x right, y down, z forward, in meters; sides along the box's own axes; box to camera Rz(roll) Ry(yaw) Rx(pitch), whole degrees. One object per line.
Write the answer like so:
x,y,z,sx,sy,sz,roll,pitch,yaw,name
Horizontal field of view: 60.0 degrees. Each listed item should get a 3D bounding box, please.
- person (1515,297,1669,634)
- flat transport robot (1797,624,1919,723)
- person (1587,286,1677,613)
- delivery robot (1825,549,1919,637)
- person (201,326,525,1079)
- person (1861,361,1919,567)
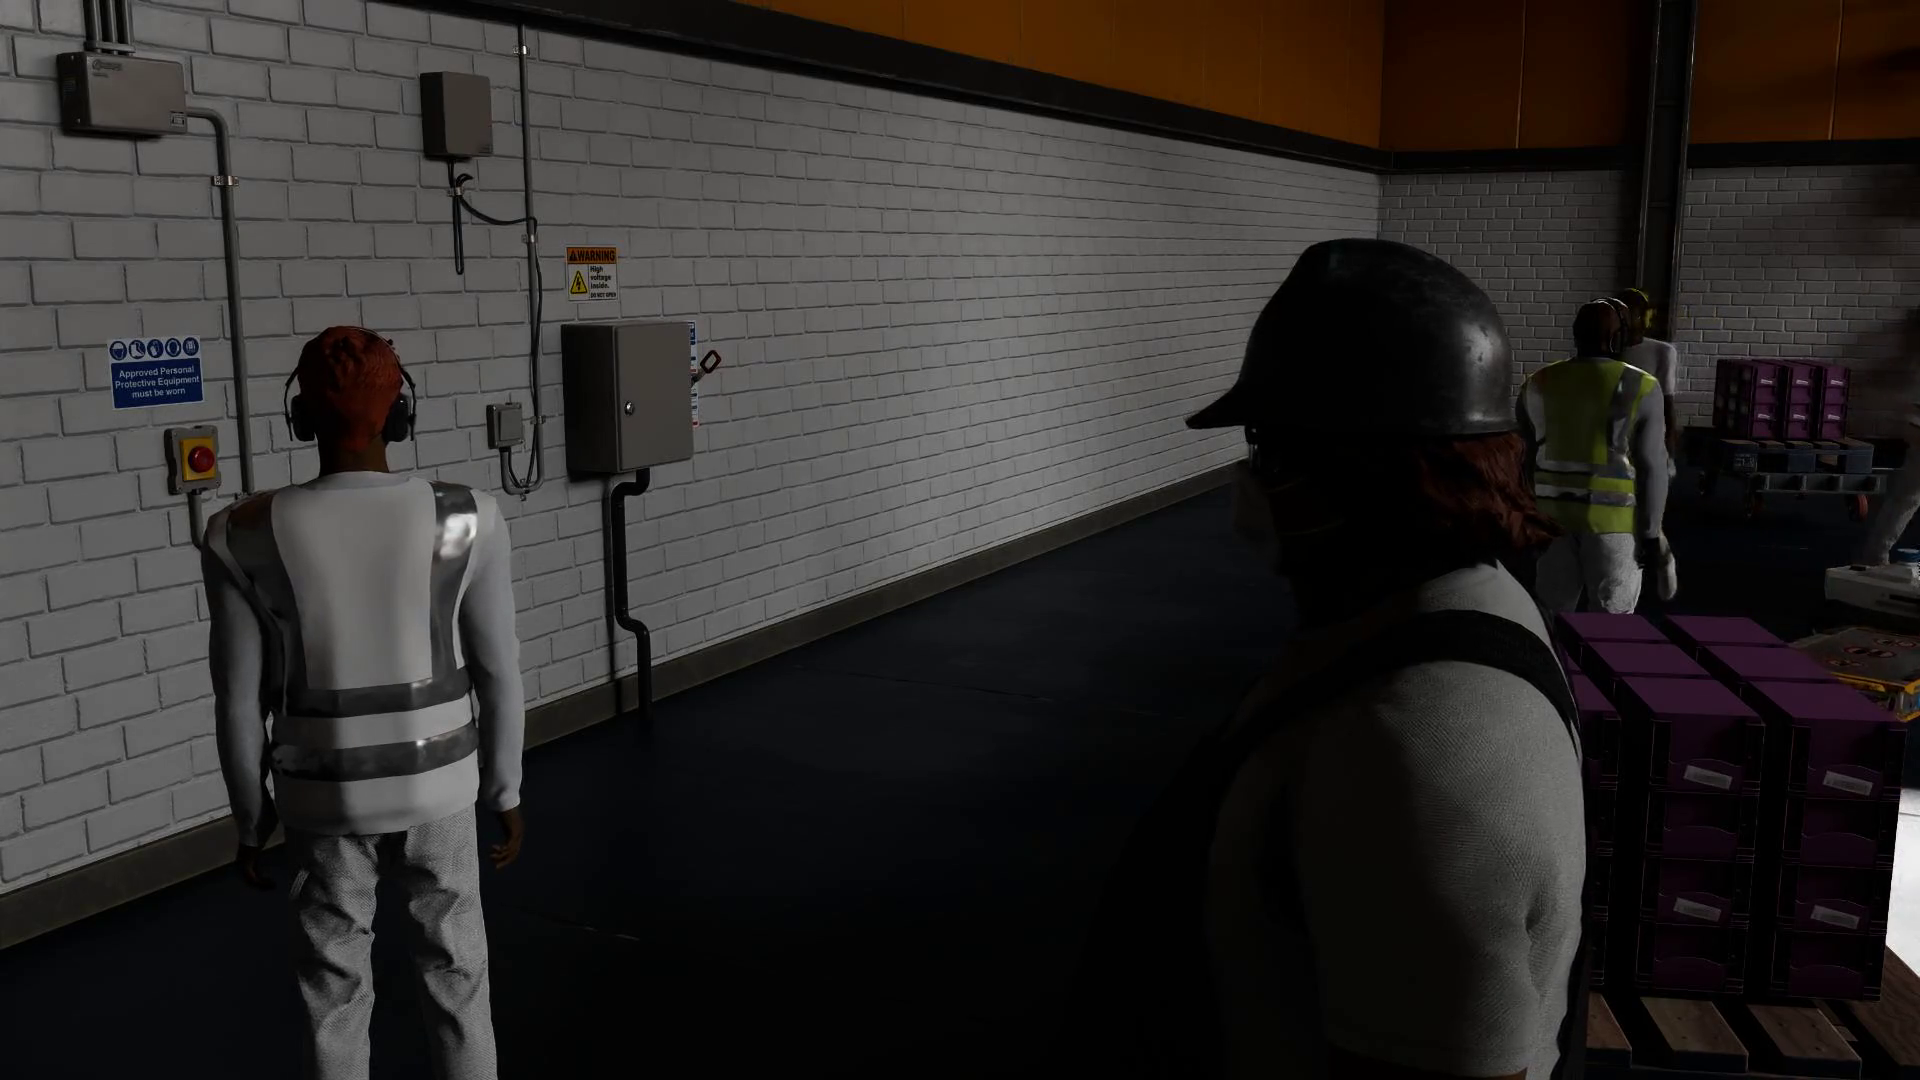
2.598,-0.067,6.843,0.625,1.844,0.429,10,14,44,person
4.050,0.610,7.460,1.431,0.197,0.652,-9,13,-41,flat transport robot
3.794,-0.491,9.288,0.644,1.845,0.559,-9,13,-41,person
4.682,0.287,8.240,0.477,0.478,0.707,-5,11,-26,delivery robot
-1.157,0.522,3.315,0.576,1.882,0.355,-4,10,-20,person
5.997,-0.587,10.035,0.975,1.781,0.615,7,12,33,person
